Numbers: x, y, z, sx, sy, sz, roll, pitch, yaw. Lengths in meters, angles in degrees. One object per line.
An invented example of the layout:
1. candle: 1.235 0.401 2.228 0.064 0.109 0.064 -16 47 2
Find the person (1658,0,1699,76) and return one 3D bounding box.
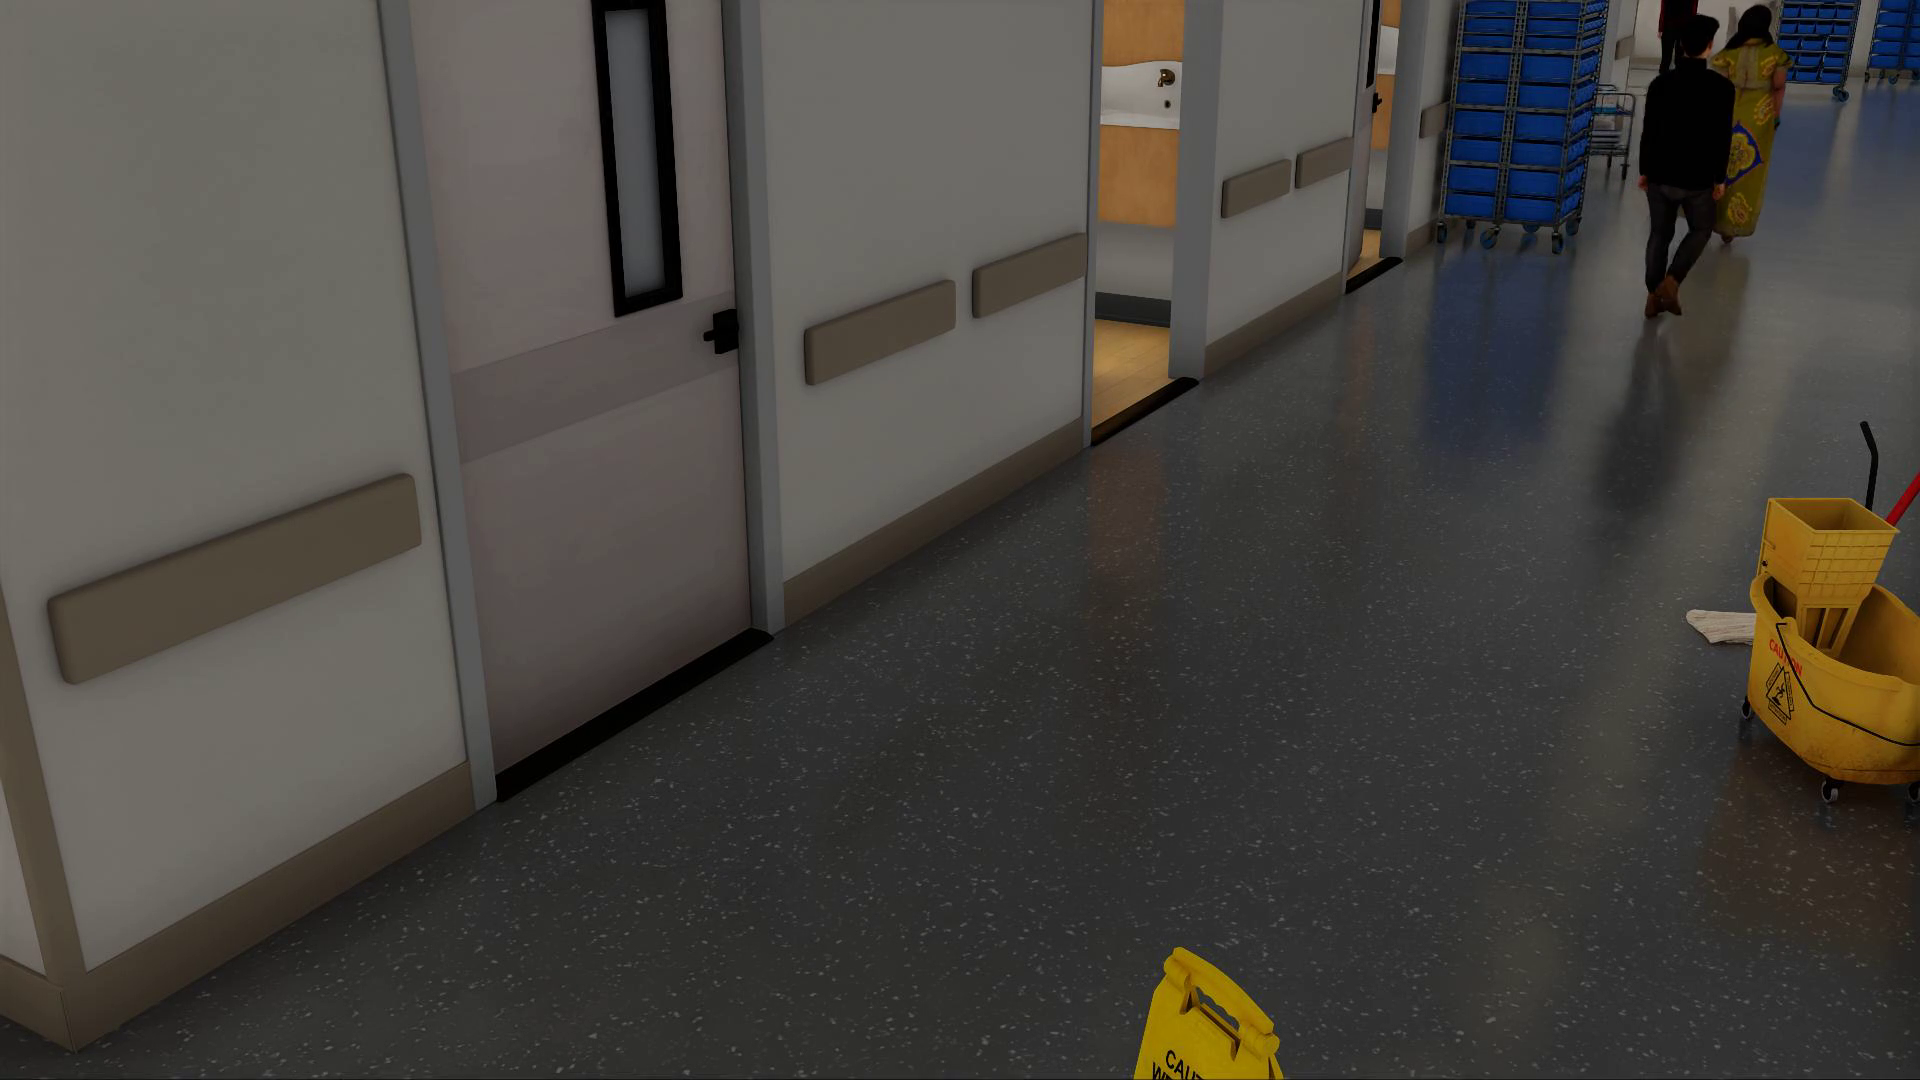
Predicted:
1. person: 9.038 -6.404 20.981 0.622 1.654 0.572 7 22 17

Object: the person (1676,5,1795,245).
1. person: 5.552 -2.930 11.821 0.781 1.645 0.739 11 23 26

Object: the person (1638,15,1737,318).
1. person: 4.141 -2.118 9.580 0.710 1.714 0.687 16 26 36
